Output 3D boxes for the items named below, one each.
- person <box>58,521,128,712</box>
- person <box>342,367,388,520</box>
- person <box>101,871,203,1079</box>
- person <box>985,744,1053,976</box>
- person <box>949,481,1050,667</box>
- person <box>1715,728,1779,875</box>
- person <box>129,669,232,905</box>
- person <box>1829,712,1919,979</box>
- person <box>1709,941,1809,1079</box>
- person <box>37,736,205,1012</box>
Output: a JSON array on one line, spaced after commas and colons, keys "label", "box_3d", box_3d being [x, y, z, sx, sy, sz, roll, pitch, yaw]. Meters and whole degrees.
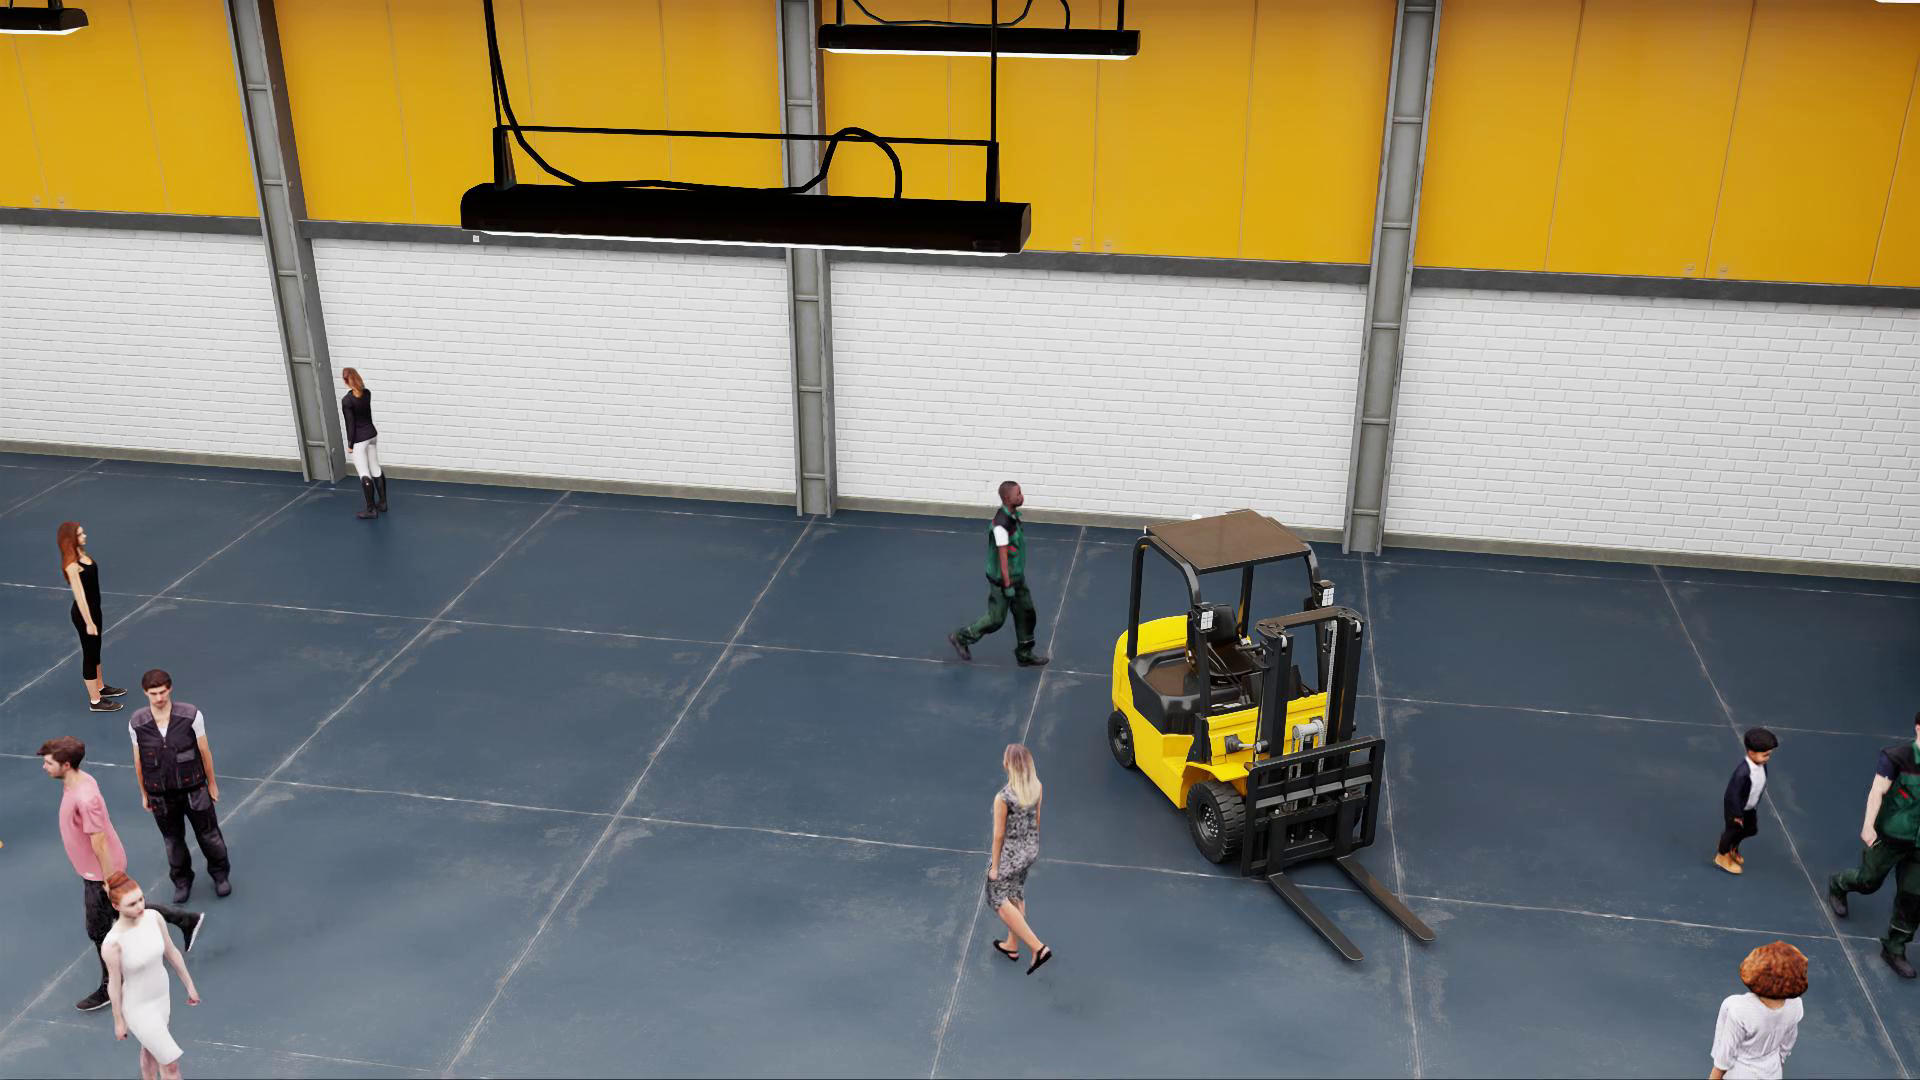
[{"label": "person", "box_3d": [-7.564, 0.640, 14.411, 0.659, 1.725, 0.653, -7, 25, -16]}, {"label": "person", "box_3d": [-6.592, -1.082, 18.348, 0.585, 1.729, 0.604, 8, 25, 18]}, {"label": "person", "box_3d": [-4.791, 2.688, 9.665, 0.809, 1.774, 0.666, 8, 25, 17]}, {"label": "person", "box_3d": [0.420, 2.153, 11.000, 0.849, 1.685, 0.939, -20, 30, -38]}, {"label": "person", "box_3d": [0.334, 0.340, 14.993, 1.173, 1.809, 0.774, 7, 25, 15]}, {"label": "person", "box_3d": [5.701, 1.878, 12.219, 0.628, 1.213, 0.692, -16, 28, -32]}, {"label": "person", "box_3d": [-5.529, 1.733, 11.765, 0.692, 1.843, 0.806, -7, 25, -16]}, {"label": "person", "box_3d": [6.323, 1.941, 11.250, 1.166, 1.875, 0.931, -1, 24, -3]}, {"label": "person", "box_3d": [4.350, 2.947, 9.150, 0.653, 1.713, 0.776, -4, 24, -10]}, {"label": "person", "box_3d": [-5.472, 2.102, 10.807, 1.133, 1.934, 1.114, -18, 29, -35]}]
